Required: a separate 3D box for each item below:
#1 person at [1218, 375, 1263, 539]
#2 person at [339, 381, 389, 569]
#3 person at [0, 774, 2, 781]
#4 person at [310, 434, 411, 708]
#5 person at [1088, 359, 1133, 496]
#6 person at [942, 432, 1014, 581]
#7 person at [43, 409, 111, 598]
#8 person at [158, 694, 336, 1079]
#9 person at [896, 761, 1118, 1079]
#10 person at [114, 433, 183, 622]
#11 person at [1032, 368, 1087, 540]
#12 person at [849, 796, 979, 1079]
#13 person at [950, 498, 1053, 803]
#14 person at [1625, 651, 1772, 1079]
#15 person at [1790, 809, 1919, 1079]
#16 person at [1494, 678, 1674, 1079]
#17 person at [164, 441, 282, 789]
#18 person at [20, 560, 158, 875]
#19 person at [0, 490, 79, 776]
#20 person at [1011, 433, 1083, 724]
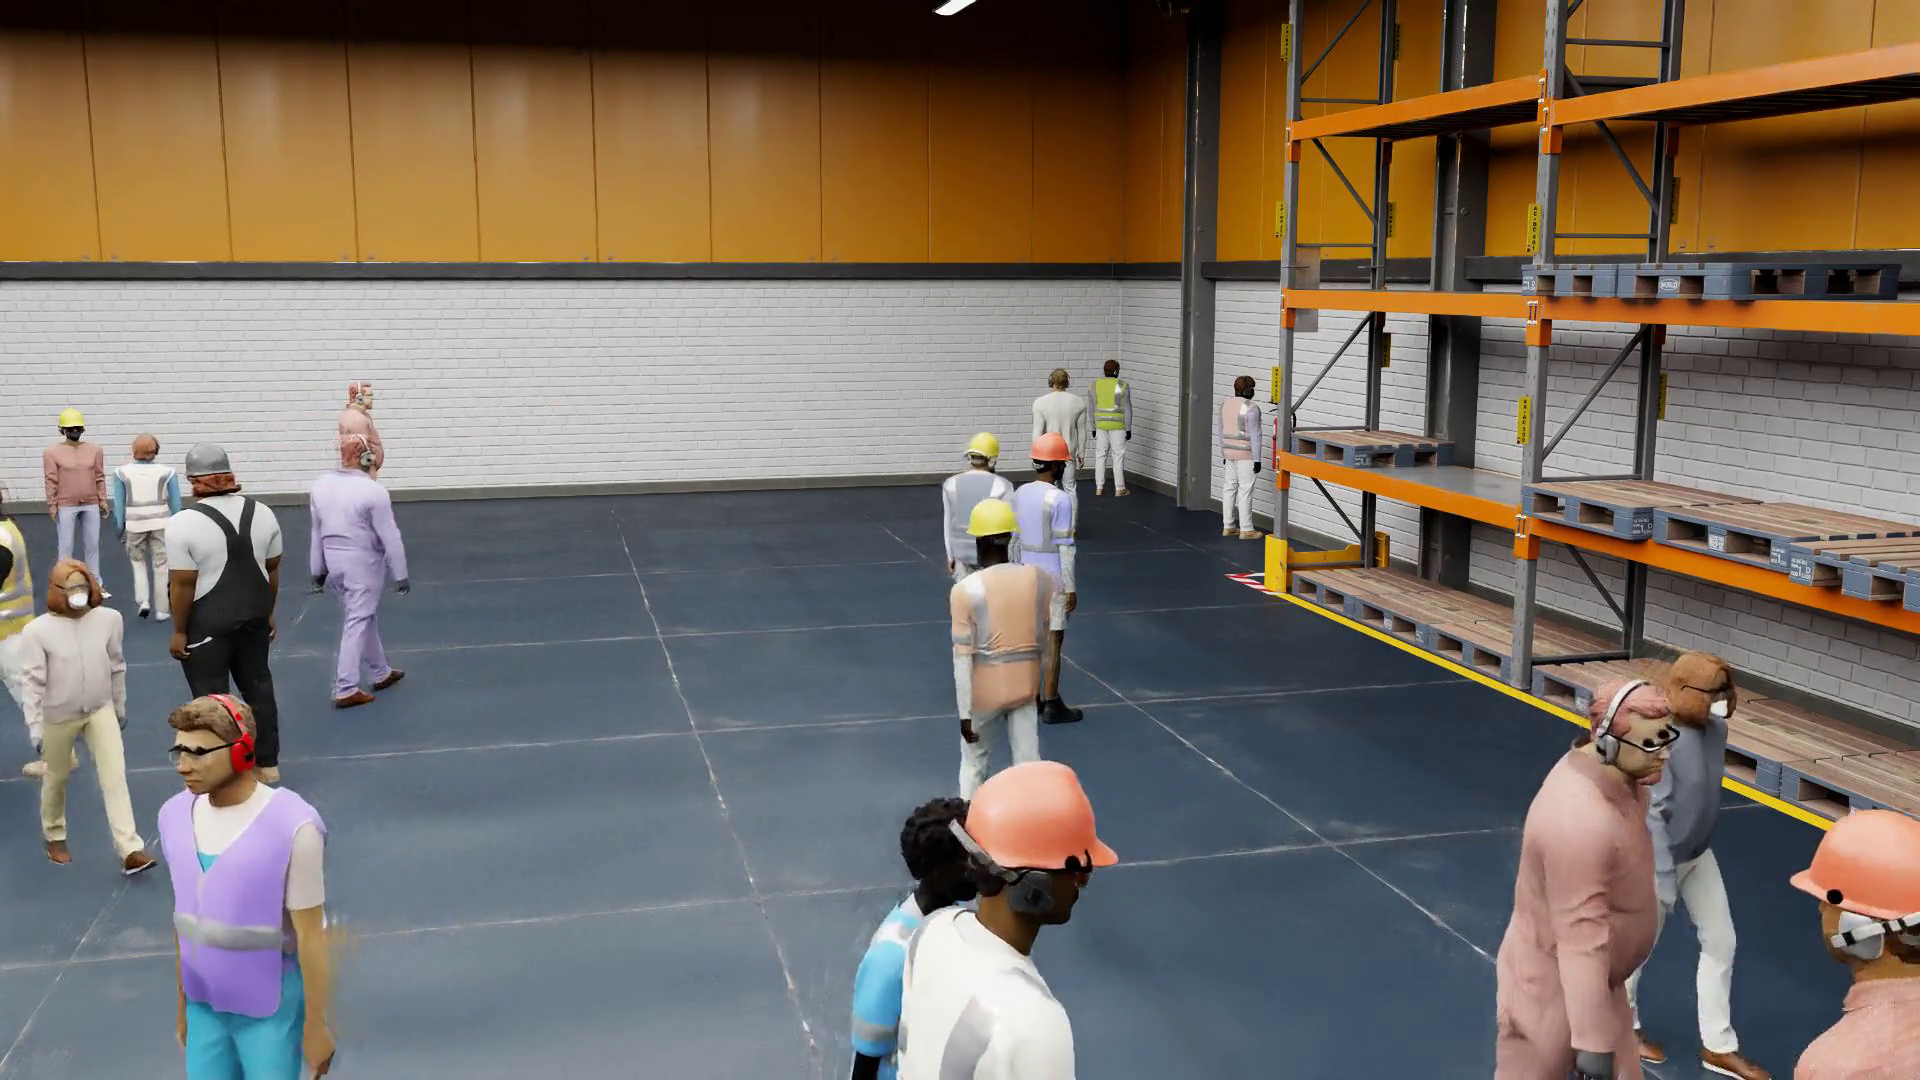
[{"bbox_3d":[3.191,-0.935,18.776,0.429,1.842,0.634,-6,11,-31],"label":"person"},{"bbox_3d":[-6.022,-0.652,16.813,0.403,1.906,0.652,-5,10,-29],"label":"person"},{"bbox_3d":[-5.827,0.645,9.619,0.310,1.618,0.500,9,13,44],"label":"person"},{"bbox_3d":[-4.100,0.191,11.631,0.681,1.870,0.882,5,10,28],"label":"person"},{"bbox_3d":[2.034,-1.503,22.332,0.627,1.843,0.429,5,10,29],"label":"person"},{"bbox_3d":[0.154,0.102,12.401,0.594,1.818,0.414,3,10,21],"label":"person"},{"bbox_3d":[-8.024,-0.314,15.136,0.313,1.768,0.528,8,12,40],"label":"person"},{"bbox_3d":[-2.007,1.314,4.787,0.580,1.824,0.630,4,10,23],"label":"person"},{"bbox_3d":[0.146,1.437,3.440,0.827,2.008,0.611,-2,9,-14],"label":"person"},{"bbox_3d":[-6.938,-0.103,14.257,0.537,1.623,0.383,-3,10,-19],"label":"person"},{"bbox_3d":[1.104,-0.949,18.559,0.636,1.938,0.354,-2,9,-14],"label":"person"},{"bbox_3d":[-0.084,1.464,4.392,0.924,1.634,0.545,3,10,20],"label":"person"},{"bbox_3d":[0.235,0.743,8.167,0.587,1.894,0.907,-4,10,-25],"label":"person"},{"bbox_3d":[2.711,1.206,6.114,0.526,1.603,0.707,-6,11,-32],"label":"person"},{"bbox_3d":[1.859,1.504,3.192,0.635,1.968,0.897,-5,11,-30],"label":"person"},{"bbox_3d":[1.784,1.291,4.823,0.777,1.864,0.664,6,11,31],"label":"person"},{"bbox_3d":[-4.270,0.441,9.567,0.536,2.000,0.688,6,11,31],"label":"person"},{"bbox_3d":[-4.359,0.882,8.238,0.878,1.583,0.520,8,12,41],"label":"person"},{"bbox_3d":[-5.753,0.535,9.747,0.985,1.788,0.642,-5,10,-28],"label":"person"},{"bbox_3d":[0.587,0.252,11.067,0.356,1.937,0.552,-7,12,-38],"label":"person"}]
